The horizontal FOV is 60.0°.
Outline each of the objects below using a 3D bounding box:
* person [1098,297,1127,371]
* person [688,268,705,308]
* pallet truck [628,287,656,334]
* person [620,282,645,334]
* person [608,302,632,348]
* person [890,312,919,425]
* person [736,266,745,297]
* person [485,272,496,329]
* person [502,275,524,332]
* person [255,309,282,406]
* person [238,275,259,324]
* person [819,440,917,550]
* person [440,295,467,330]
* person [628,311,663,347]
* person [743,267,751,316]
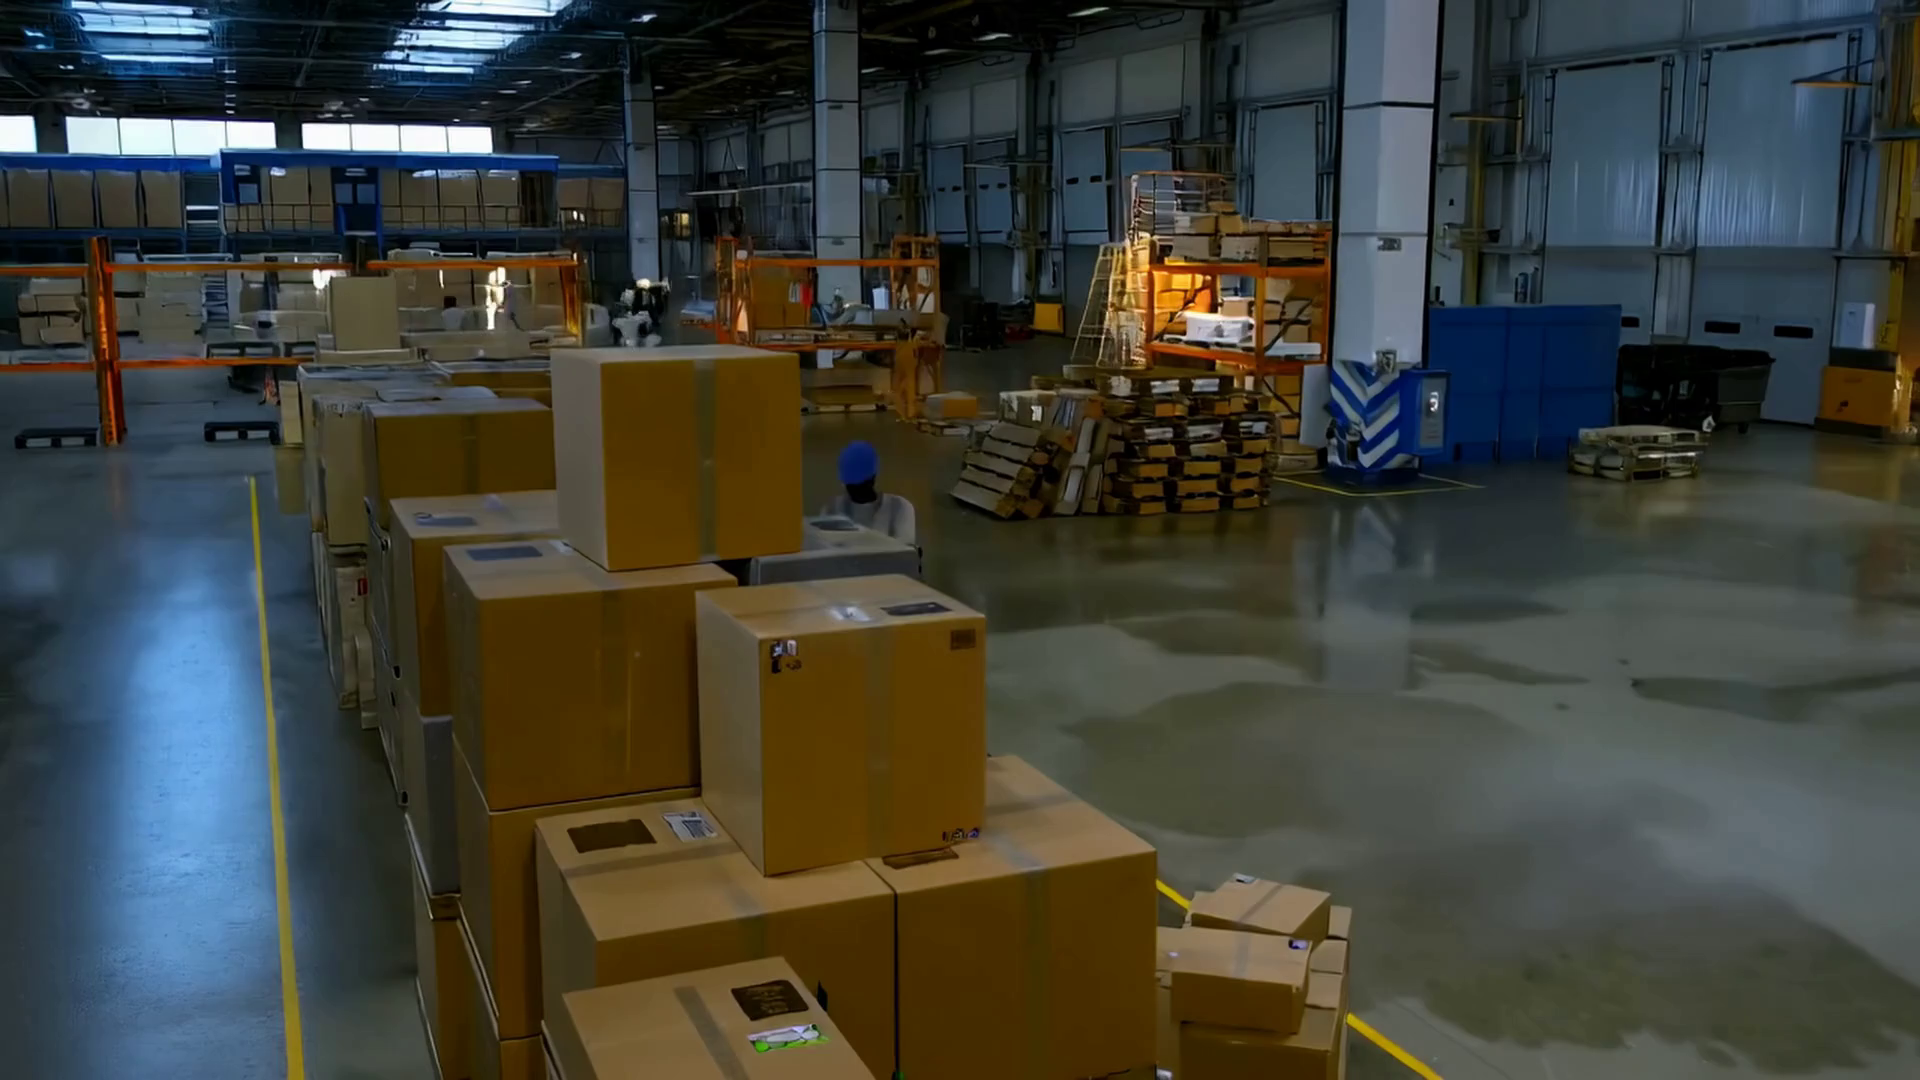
[{"bbox_3d":[3.046,-3.772,32.225,0.805,1.885,0.670,-7,13,-36],"label":"person"},{"bbox_3d":[-10.725,-10.129,67.490,0.622,1.812,0.915,5,11,24],"label":"person"},{"bbox_3d":[-6.464,-4.406,35.401,0.823,1.965,1.885,6,12,32],"label":"pallet truck"},{"bbox_3d":[-9.223,-6.383,46.891,0.661,1.783,0.969,-5,11,-24],"label":"person"},{"bbox_3d":[-6.073,-3.299,29.653,0.875,1.863,0.727,3,11,17],"label":"person"},{"bbox_3d":[-0.904,-2.727,26.622,0.511,1.823,0.644,6,12,29],"label":"person"},{"bbox_3d":[-9.967,-11.557,74.811,0.622,1.996,0.369,-1,10,-6],"label":"person"},{"bbox_3d":[-14.871,-7.529,52.773,0.362,1.939,0.636,-1,10,-6],"label":"person"},{"bbox_3d":[-13.482,-7.016,50.042,0.769,1.907,0.590,3,11,16],"label":"person"},{"bbox_3d":[-12.444,-3.278,29.909,0.484,1.737,0.309,1,10,6],"label":"person"},{"bbox_3d":[-19.571,-6.282,45.749,0.392,1.995,0.612,5,12,28],"label":"person"},{"bbox_3d":[-0.514,0.376,9.285,0.593,1.908,0.507,2,10,11],"label":"person"},{"bbox_3d":[-9.969,-3.866,32.752,1.045,1.884,0.653,8,13,36],"label":"person"},{"bbox_3d":[-4.700,-2.441,24.765,0.584,1.928,0.372,4,11,19],"label":"person"},{"bbox_3d":[-8.175,-9.581,64.085,0.363,1.939,0.542,-1,10,-4],"label":"person"}]
